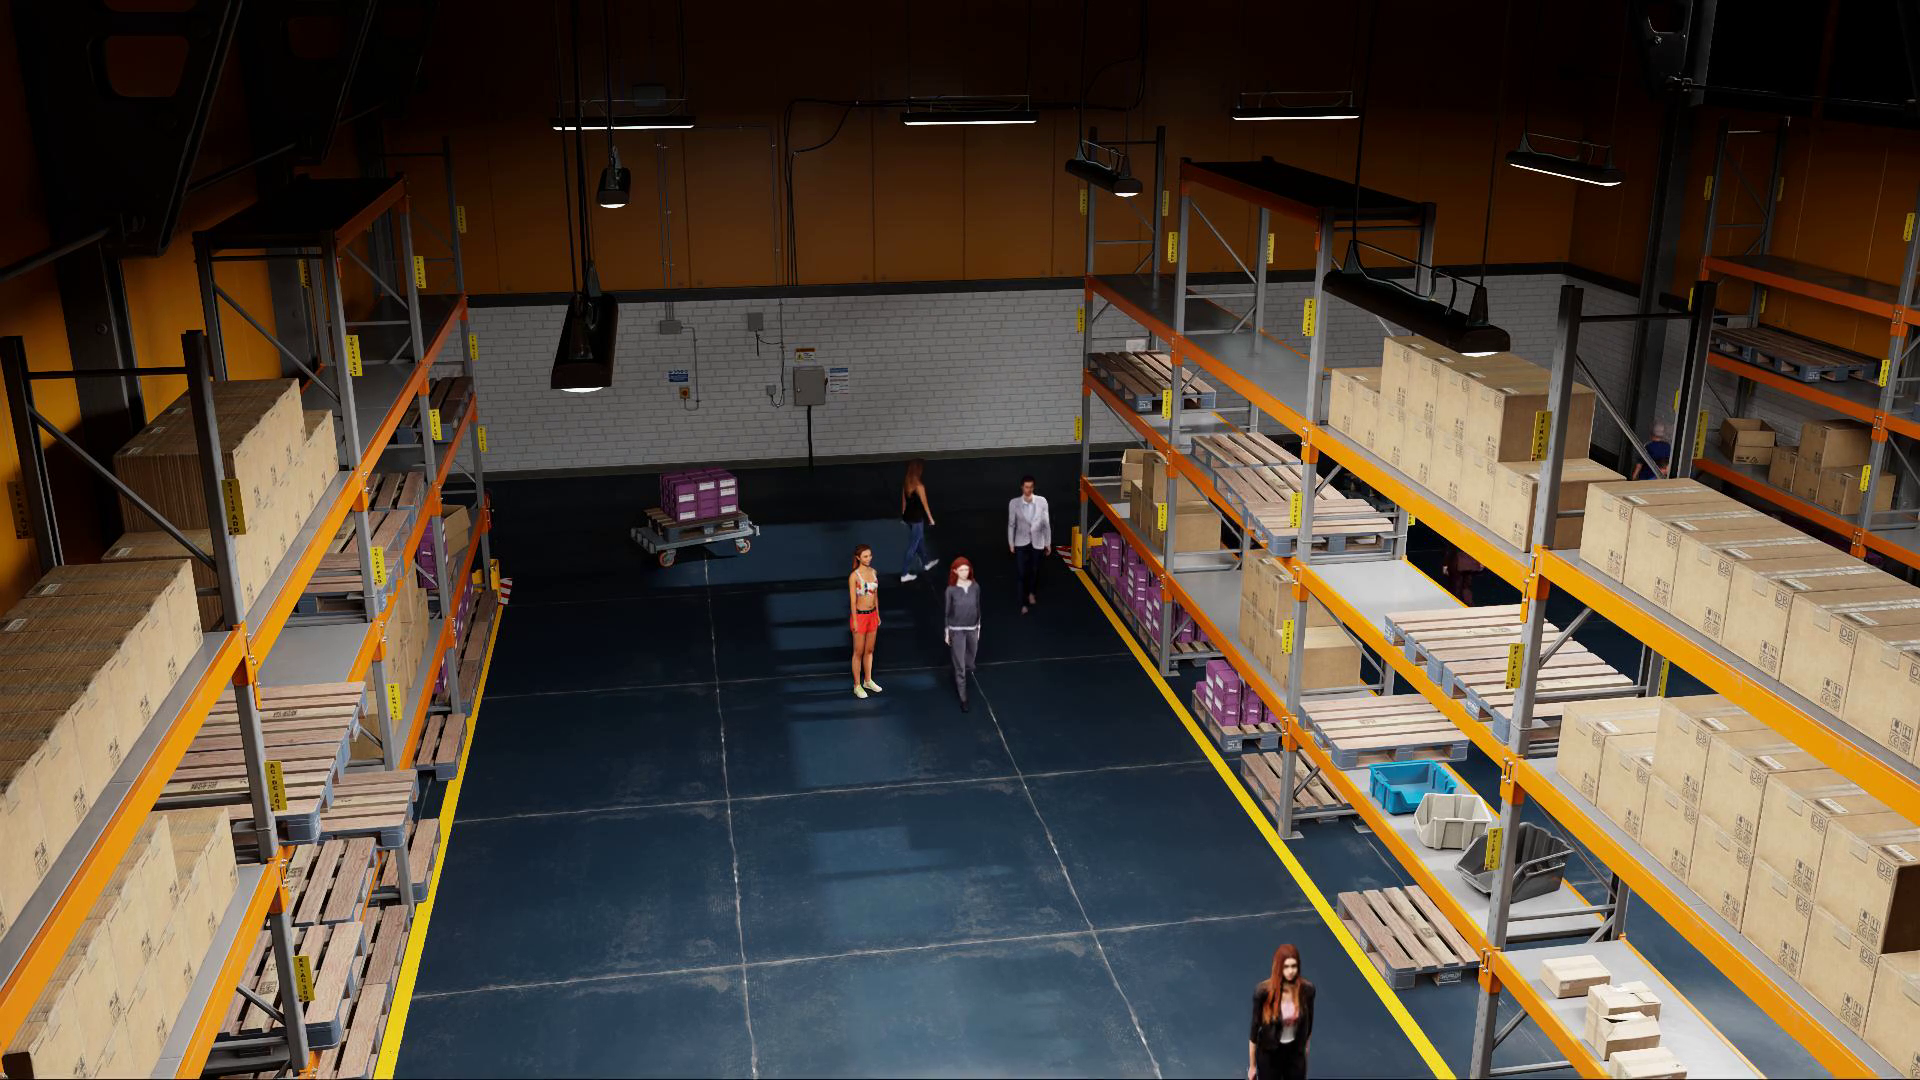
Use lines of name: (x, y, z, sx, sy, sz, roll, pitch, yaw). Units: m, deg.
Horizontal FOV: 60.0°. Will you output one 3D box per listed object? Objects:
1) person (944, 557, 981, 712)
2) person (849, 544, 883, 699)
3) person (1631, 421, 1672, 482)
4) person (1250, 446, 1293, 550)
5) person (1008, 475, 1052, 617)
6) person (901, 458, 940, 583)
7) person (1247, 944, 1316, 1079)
person: (0.005, 1.023, 18.637, 0.650, 1.761, 0.903, -6, 19, -16)
person: (-1.096, 0.898, 18.962, 0.725, 1.791, 0.679, 17, 25, 41)
person: (9.996, -0.774, 23.928, 0.646, 1.790, 1.105, -3, 19, -9)
person: (4.387, -0.488, 23.229, 0.962, 1.695, 1.142, -17, 25, -41)
person: (0.896, 0.030, 21.518, 0.777, 1.804, 1.200, -1, 19, -4)
person: (-0.680, -0.245, 22.517, 0.891, 1.688, 0.994, -12, 22, -31)
person: (2.175, 3.487, 11.413, 0.654, 1.702, 0.772, -1, 19, -3)
